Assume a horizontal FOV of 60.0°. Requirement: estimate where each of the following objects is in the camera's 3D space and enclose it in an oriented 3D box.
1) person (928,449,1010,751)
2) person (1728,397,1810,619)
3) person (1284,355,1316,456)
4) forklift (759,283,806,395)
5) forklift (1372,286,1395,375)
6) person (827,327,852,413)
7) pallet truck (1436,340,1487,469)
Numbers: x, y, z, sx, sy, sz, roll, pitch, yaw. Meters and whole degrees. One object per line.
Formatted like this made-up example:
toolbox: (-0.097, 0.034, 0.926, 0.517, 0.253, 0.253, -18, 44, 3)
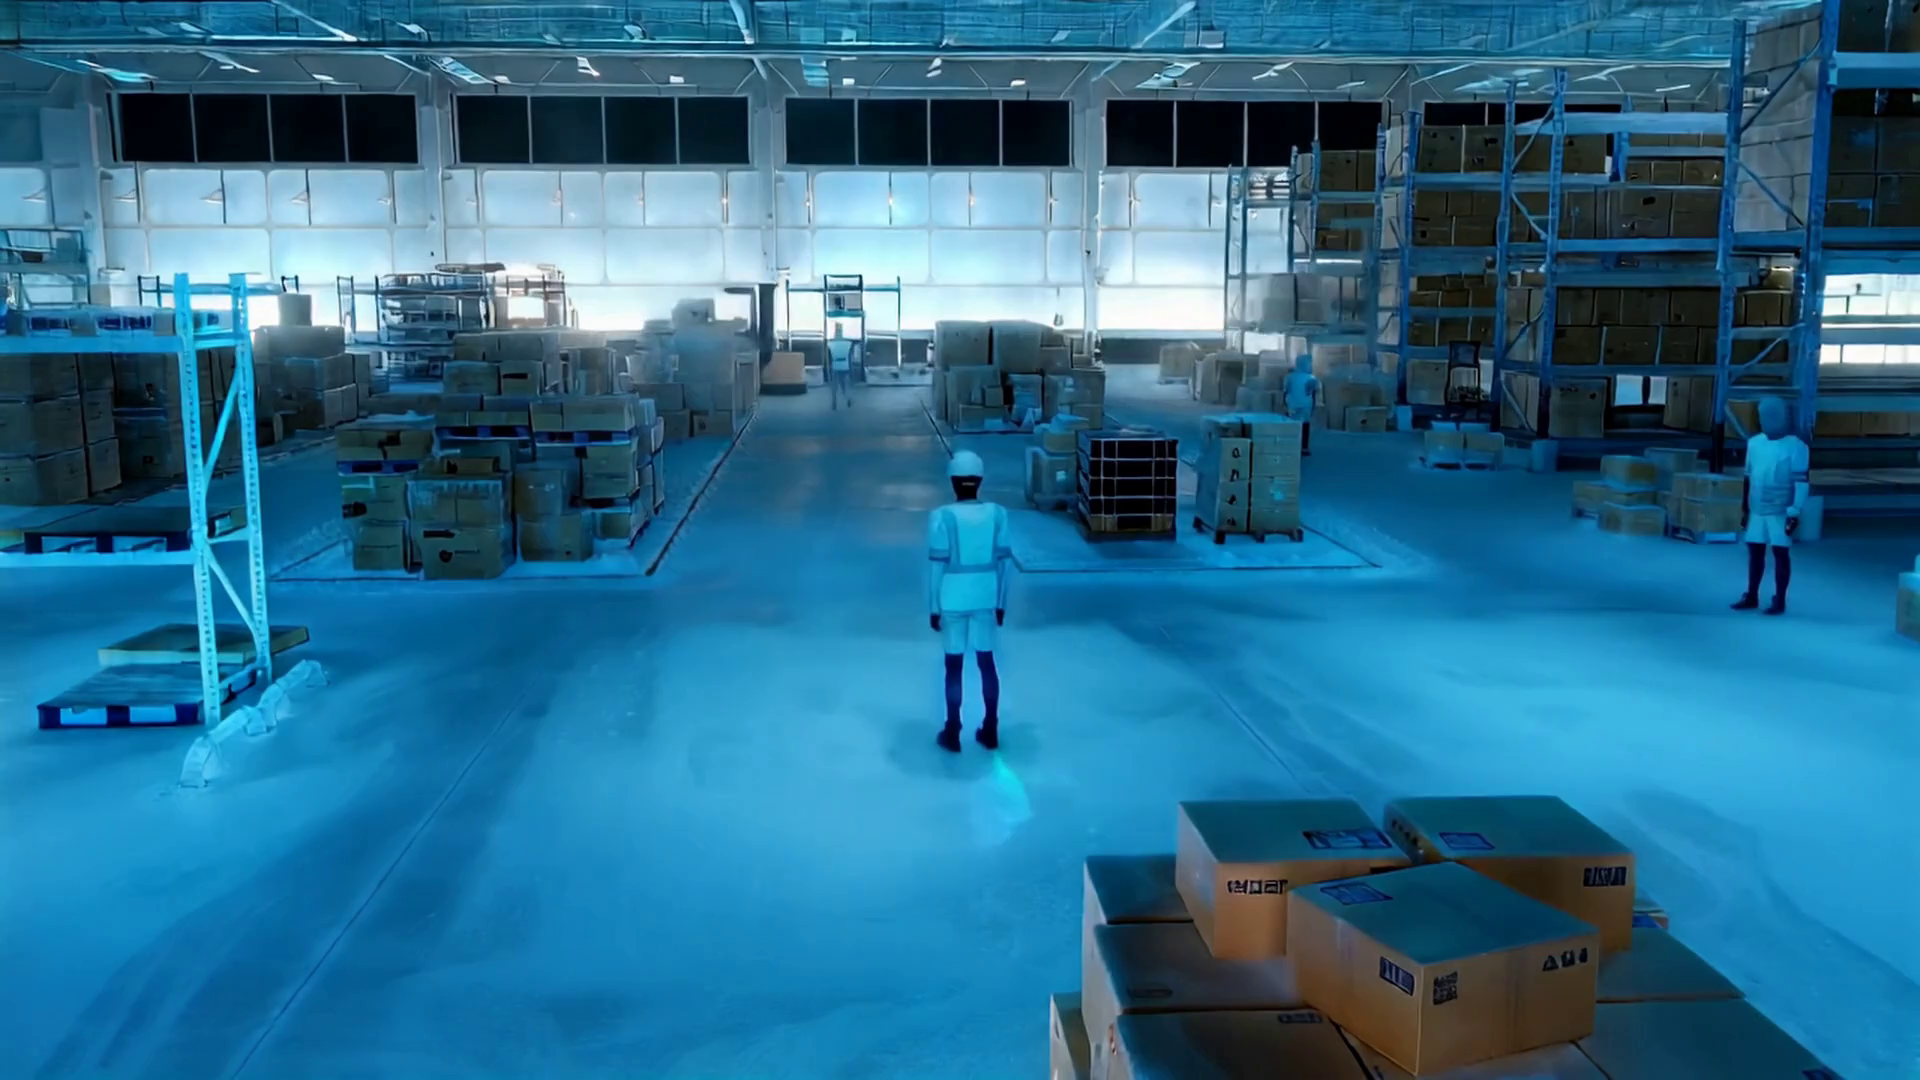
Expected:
person: (0.044, 0.381, 10.633, 0.543, 1.928, 0.393, -4, 10, -22)
person: (7.167, -0.287, 14.703, 0.374, 1.962, 0.608, -4, 10, -24)
person: (5.687, -2.248, 27.846, 0.530, 1.697, 0.321, 3, 10, 20)
forklift: (-4.843, -5.061, 41.810, 1.873, 2.768, 1.129, -1, 9, -4)
forklift: (9.173, -4.146, 36.062, 1.873, 2.768, 1.129, -1, 9, -4)
person: (-2.613, -3.719, 36.489, 0.592, 1.896, 0.768, -4, 10, -23)
pallet truck: (8.004, -2.170, 26.422, 0.823, 1.965, 1.885, 2, 9, 14)
